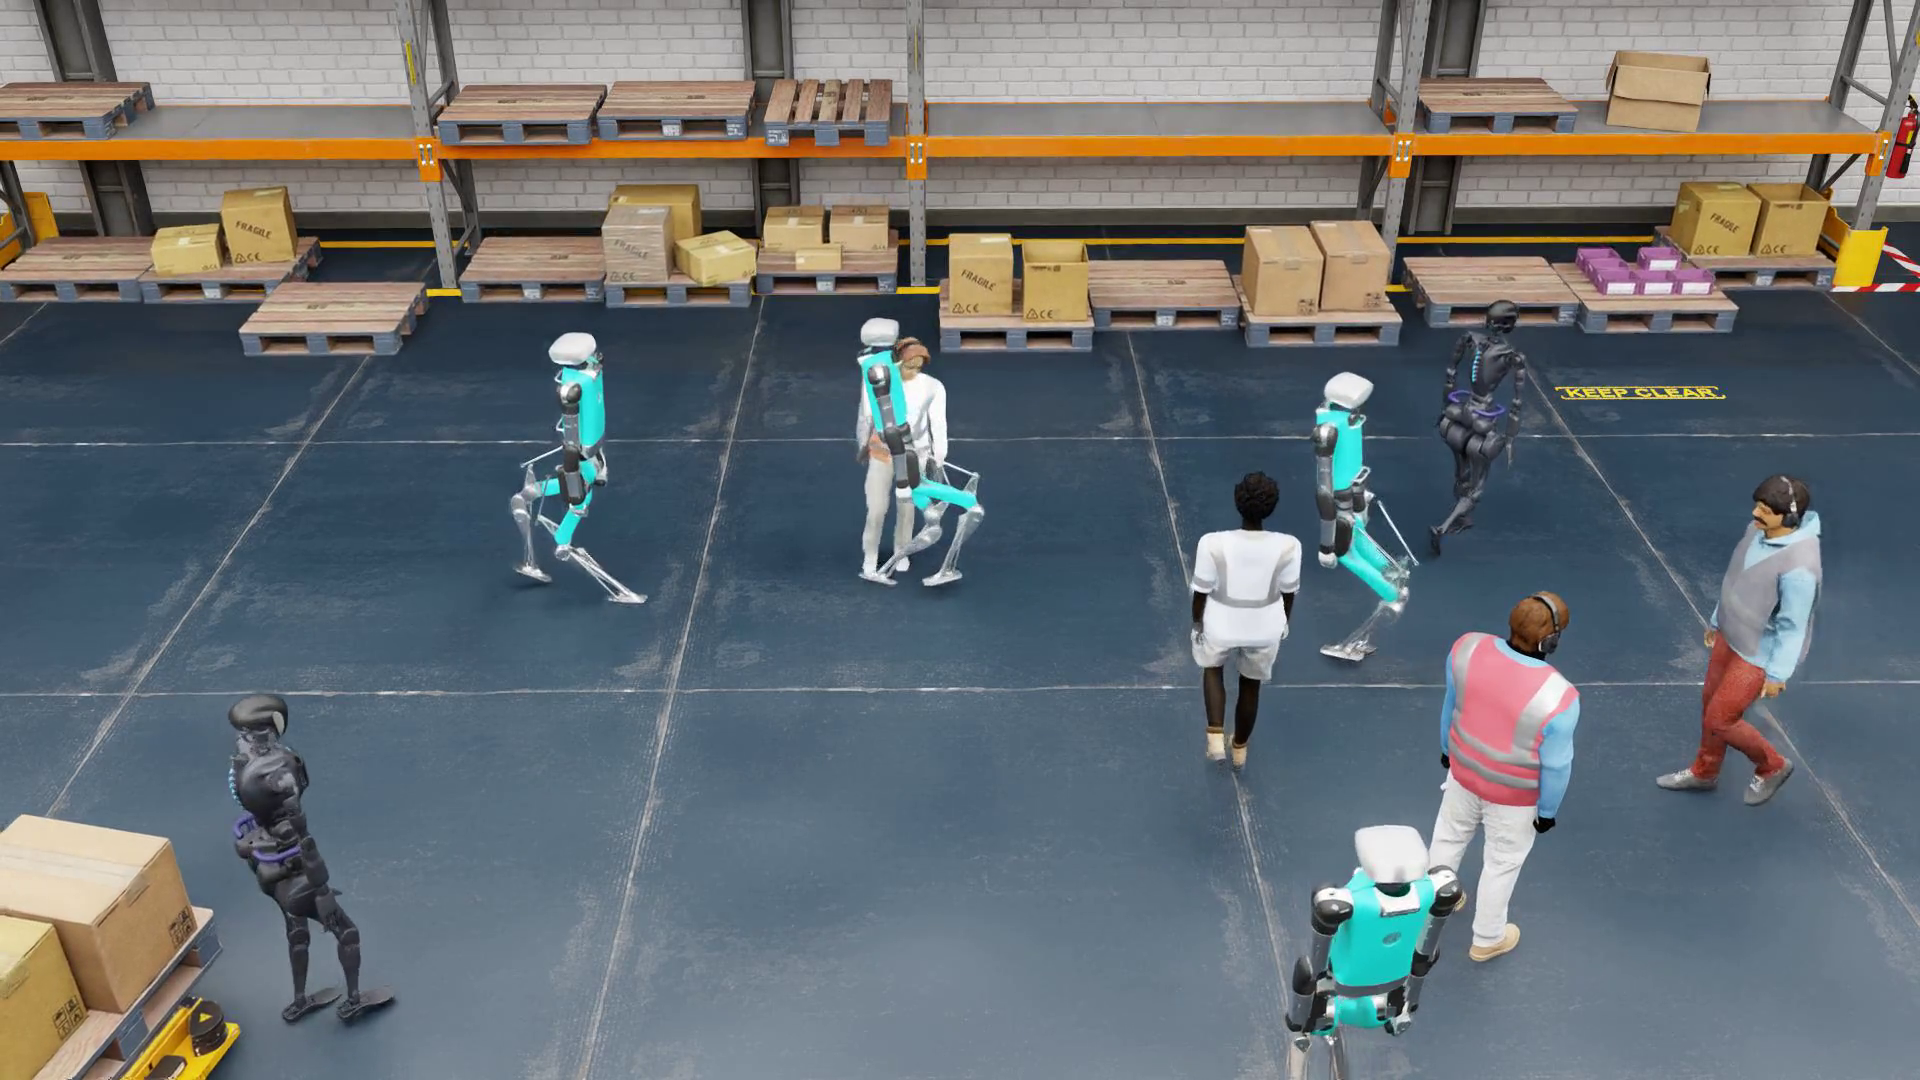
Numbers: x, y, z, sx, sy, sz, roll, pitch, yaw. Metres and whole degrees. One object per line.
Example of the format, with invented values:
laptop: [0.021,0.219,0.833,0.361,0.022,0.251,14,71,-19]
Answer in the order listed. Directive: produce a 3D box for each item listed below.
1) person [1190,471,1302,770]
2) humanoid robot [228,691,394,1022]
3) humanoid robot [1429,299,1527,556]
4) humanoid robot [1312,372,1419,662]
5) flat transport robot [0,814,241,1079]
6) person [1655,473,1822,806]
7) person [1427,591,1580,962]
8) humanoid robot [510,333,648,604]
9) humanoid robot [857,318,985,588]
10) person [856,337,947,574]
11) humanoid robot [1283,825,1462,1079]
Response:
person: [1.410,0.428,8.322,0.543,1.683,0.373,3,31,4]
humanoid robot: [-2.763,1.316,6.858,0.391,1.651,0.610,-27,40,-37]
humanoid robot: [3.117,-0.703,10.235,0.608,1.639,0.606,-22,37,-32]
humanoid robot: [2.228,-0.036,9.004,0.747,1.755,0.546,17,35,26]
flat transport robot: [-3.819,2.115,6.891,1.431,0.231,0.659,7,32,11]
person: [3.838,0.507,8.022,0.485,1.859,0.535,1,31,2]
person: [2.340,1.017,7.204,0.431,1.837,0.630,-22,38,-32]
humanoid robot: [-2.413,-0.382,9.681,1.022,1.784,0.538,4,31,6]
humanoid robot: [-0.167,-0.448,9.759,0.843,1.776,0.562,-2,31,-3]
person: [-0.347,-0.497,9.931,0.547,1.600,0.439,1,31,1]
humanoid robot: [1.411,1.635,6.265,0.546,1.780,0.792,-6,32,-11]
